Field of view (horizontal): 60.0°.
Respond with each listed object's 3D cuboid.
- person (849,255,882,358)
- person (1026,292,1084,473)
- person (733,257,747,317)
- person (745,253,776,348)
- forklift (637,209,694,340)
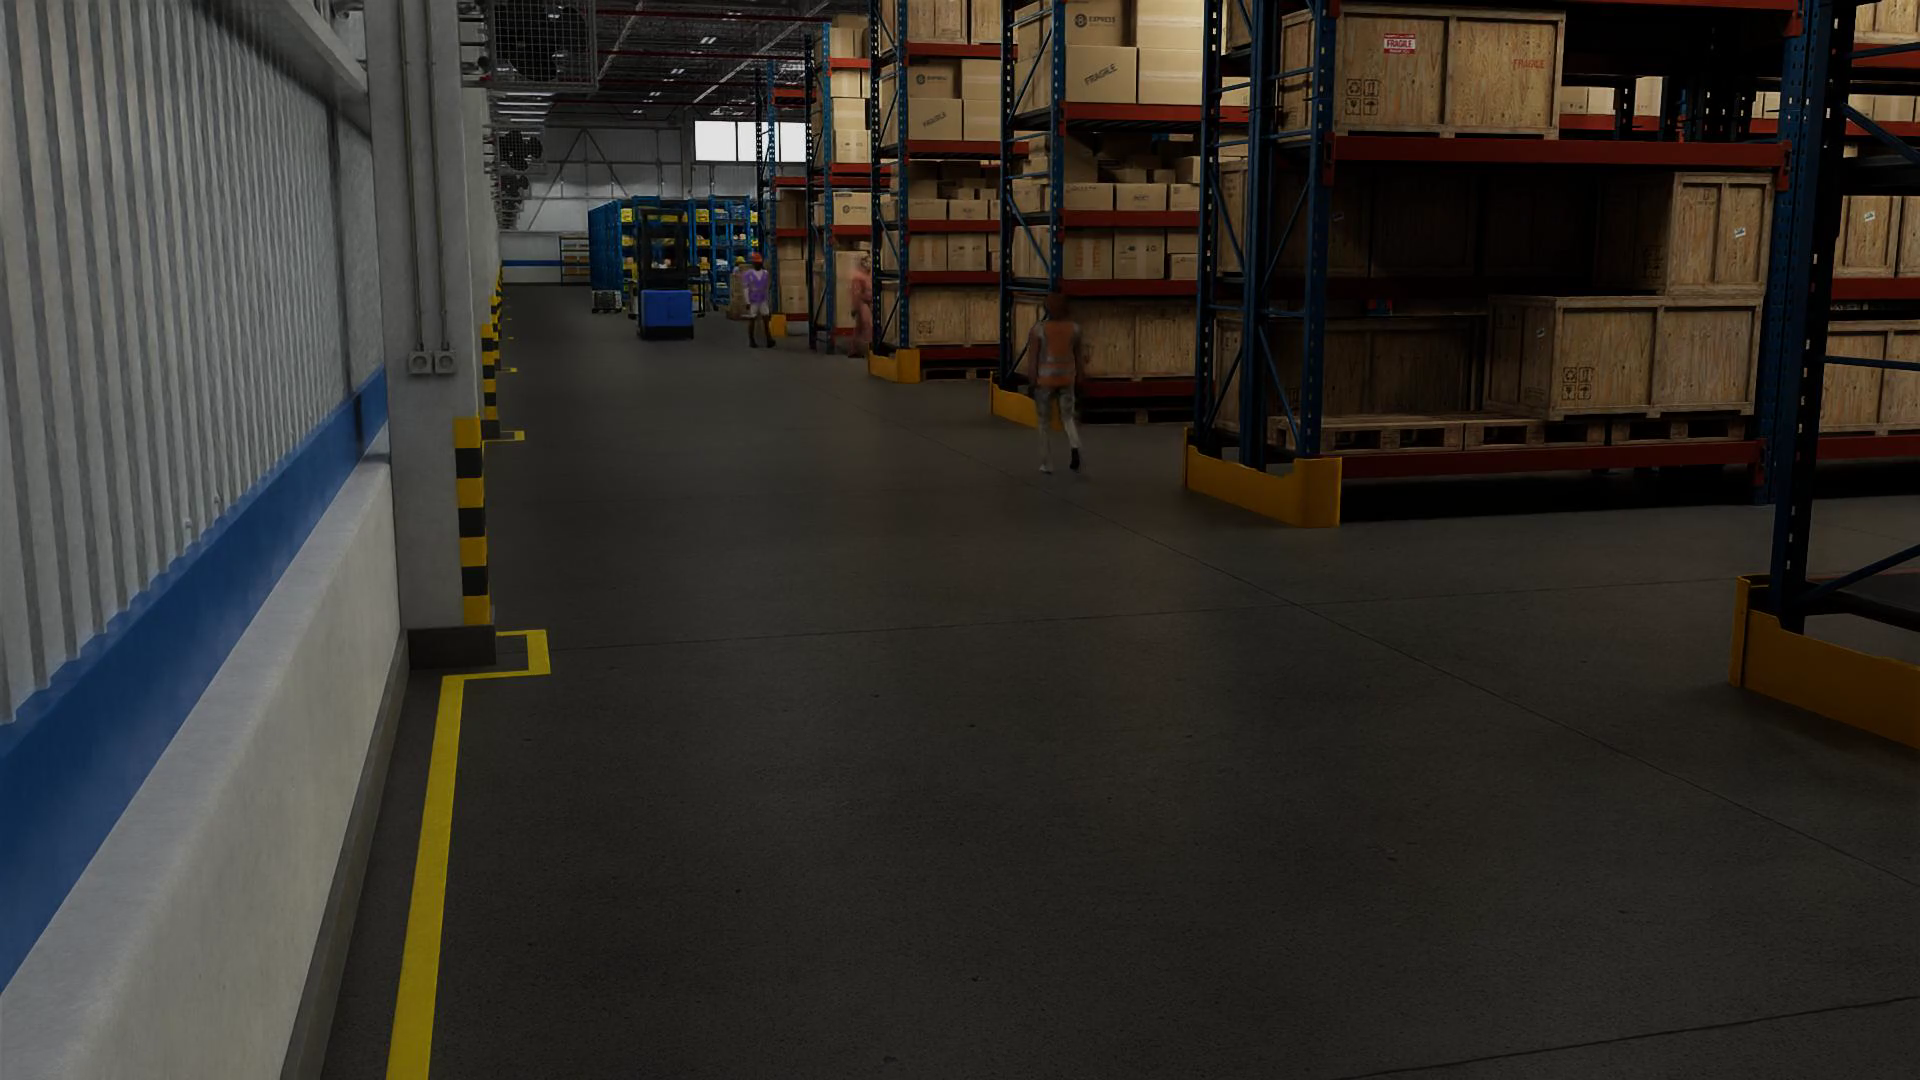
[{"bbox_3d":[-1.633,-4.219,30.146,0.925,1.867,0.651,2,10,13],"label":"person"},{"bbox_3d":[0.858,-1.381,14.757,0.528,1.627,0.481,-3,10,-15],"label":"person"},{"bbox_3d":[-6.378,-7.332,48.161,0.499,1.731,0.373,9,13,40],"label":"person"},{"bbox_3d":[-3.993,-4.751,33.087,0.570,1.883,0.987,-5,11,-27],"label":"person"},{"bbox_3d":[-6.436,-5.791,36.167,1.129,2.768,1.873,-3,10,-15],"label":"forklift"}]
